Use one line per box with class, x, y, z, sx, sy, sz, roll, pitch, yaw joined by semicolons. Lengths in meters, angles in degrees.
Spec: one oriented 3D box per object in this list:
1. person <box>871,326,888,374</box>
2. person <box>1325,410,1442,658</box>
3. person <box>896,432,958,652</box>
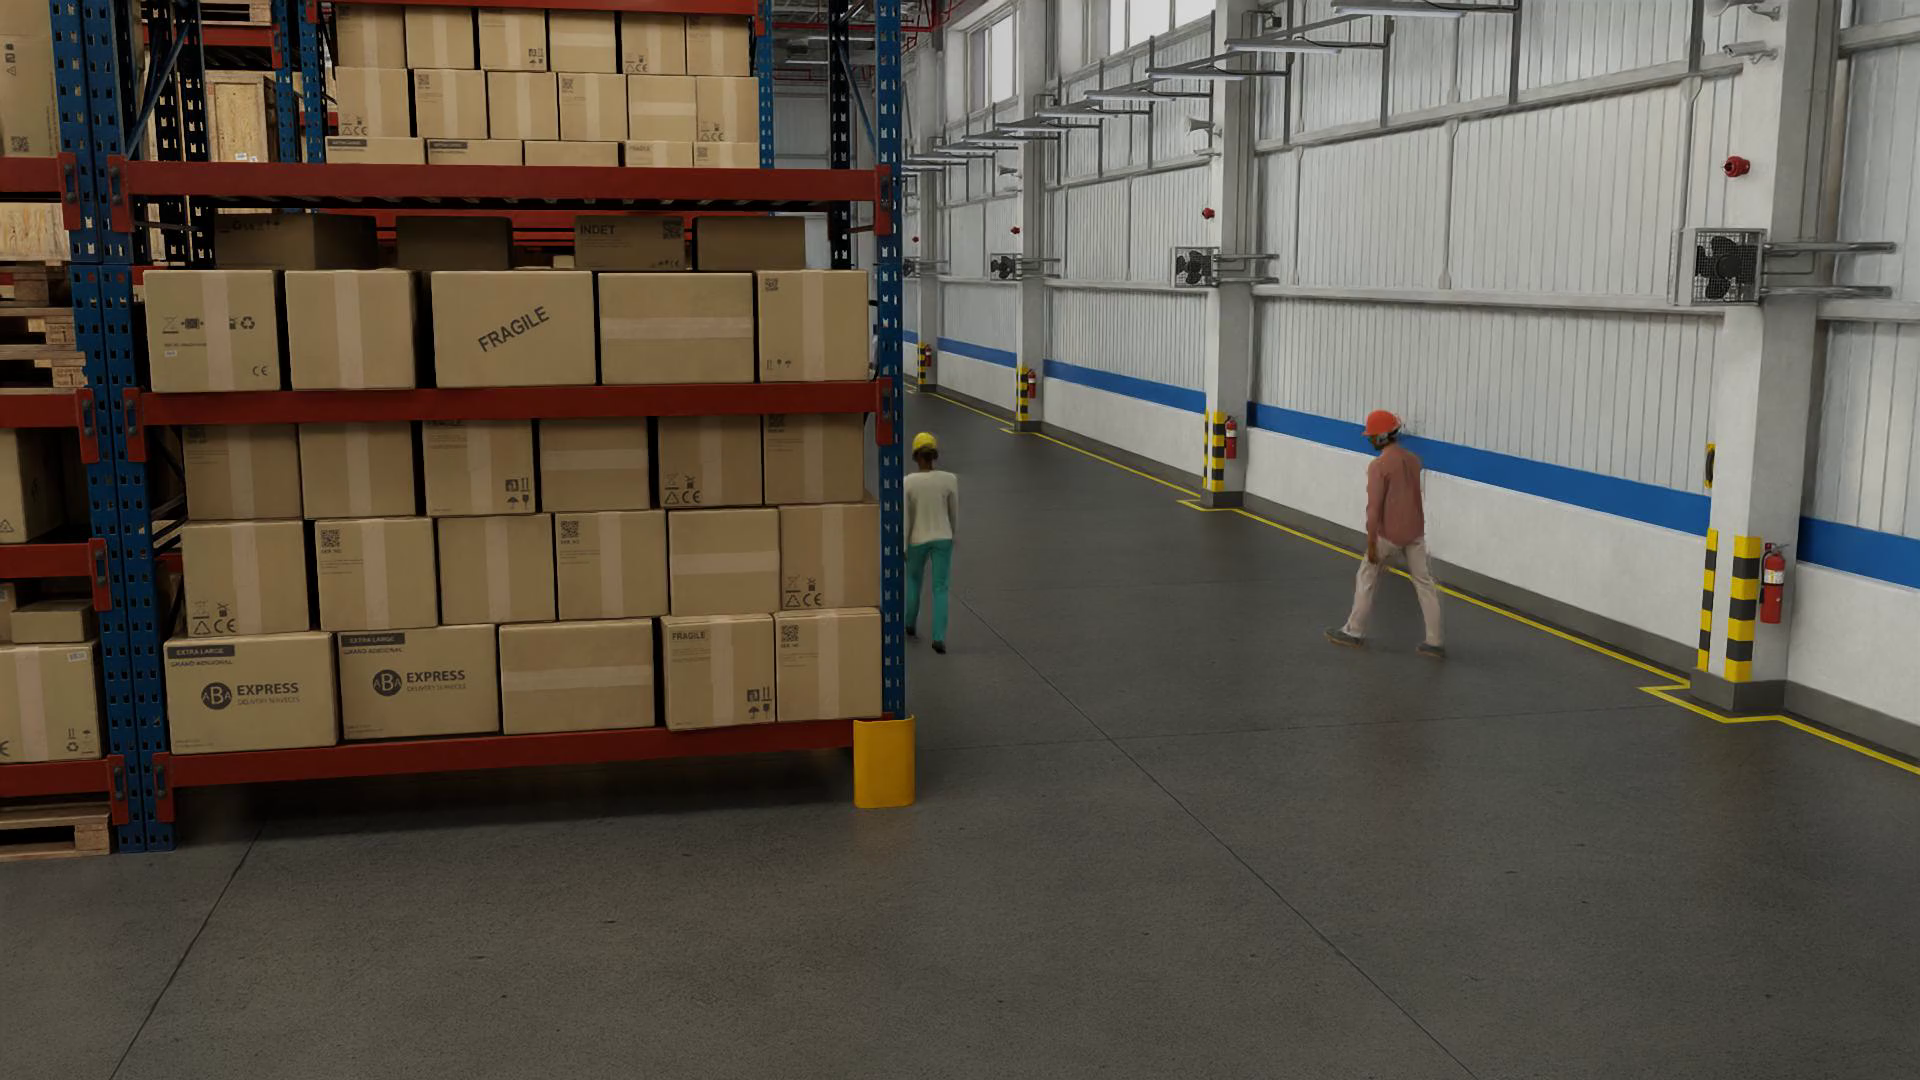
person;-1.789;-4.135;38.590;0.562;1.709;0.886;-2;10;-14
person;3.394;-0.051;13.074;0.639;1.918;0.904;-6;11;-32
person;-0.273;-0.002;13.351;0.523;1.720;0.915;-2;10;-11
